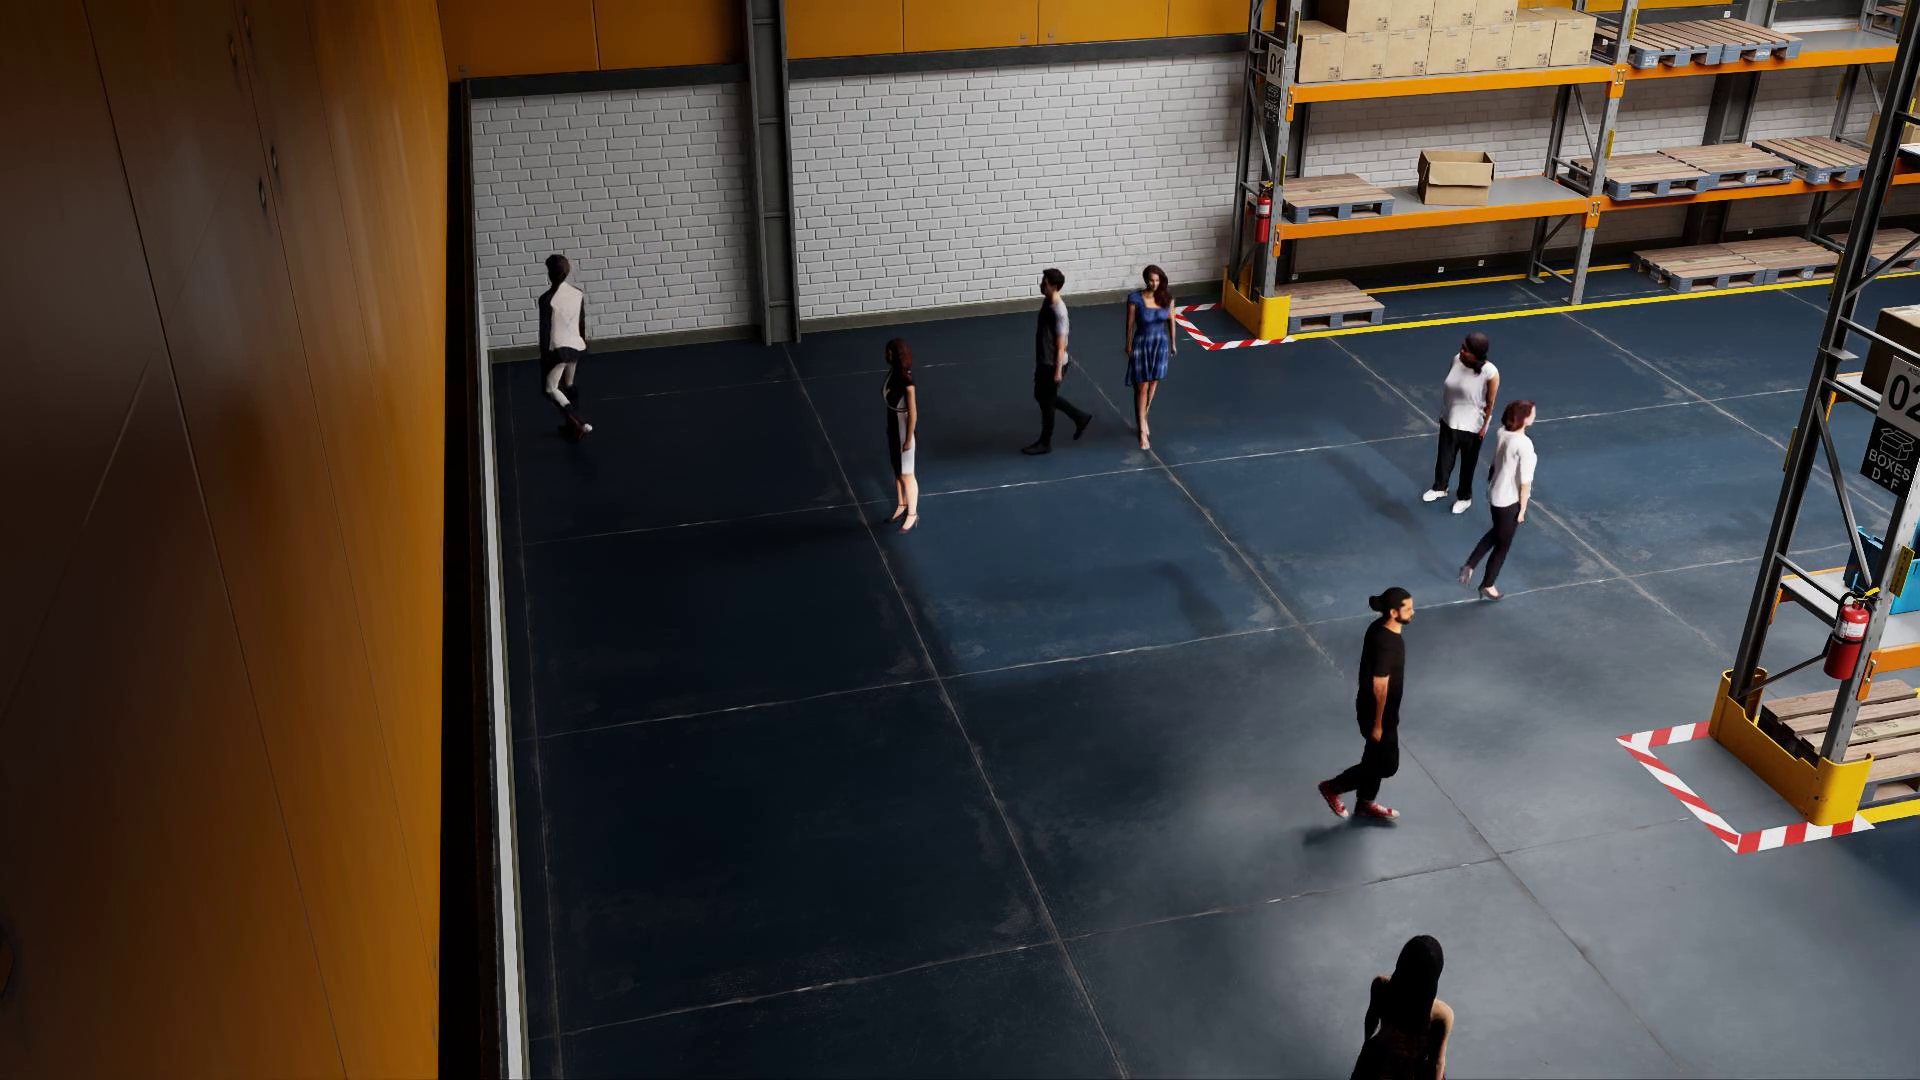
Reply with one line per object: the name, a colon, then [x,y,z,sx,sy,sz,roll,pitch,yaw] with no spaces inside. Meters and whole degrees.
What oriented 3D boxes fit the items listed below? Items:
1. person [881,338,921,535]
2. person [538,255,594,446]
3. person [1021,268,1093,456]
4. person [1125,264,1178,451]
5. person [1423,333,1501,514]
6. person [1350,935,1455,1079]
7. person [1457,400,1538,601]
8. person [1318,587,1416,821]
person: [-0.510,-0.908,14.404,0.535,1.795,0.602,-11,31,-20]
person: [-3.762,-1.779,15.912,1.065,1.880,1.019,19,34,31]
person: [0.949,-1.663,15.775,0.956,1.807,0.715,-5,29,-10]
person: [1.801,-1.824,16.094,0.811,1.785,0.706,-8,30,-15]
person: [4.485,-1.072,14.819,0.728,1.685,0.735,-19,34,-31]
person: [2.045,2.661,7.943,1.110,1.717,1.171,16,32,27]
person: [4.267,-0.288,13.278,0.690,1.785,0.622,-9,30,-16]
person: [2.641,1.087,10.793,0.927,1.750,0.845,7,29,13]
